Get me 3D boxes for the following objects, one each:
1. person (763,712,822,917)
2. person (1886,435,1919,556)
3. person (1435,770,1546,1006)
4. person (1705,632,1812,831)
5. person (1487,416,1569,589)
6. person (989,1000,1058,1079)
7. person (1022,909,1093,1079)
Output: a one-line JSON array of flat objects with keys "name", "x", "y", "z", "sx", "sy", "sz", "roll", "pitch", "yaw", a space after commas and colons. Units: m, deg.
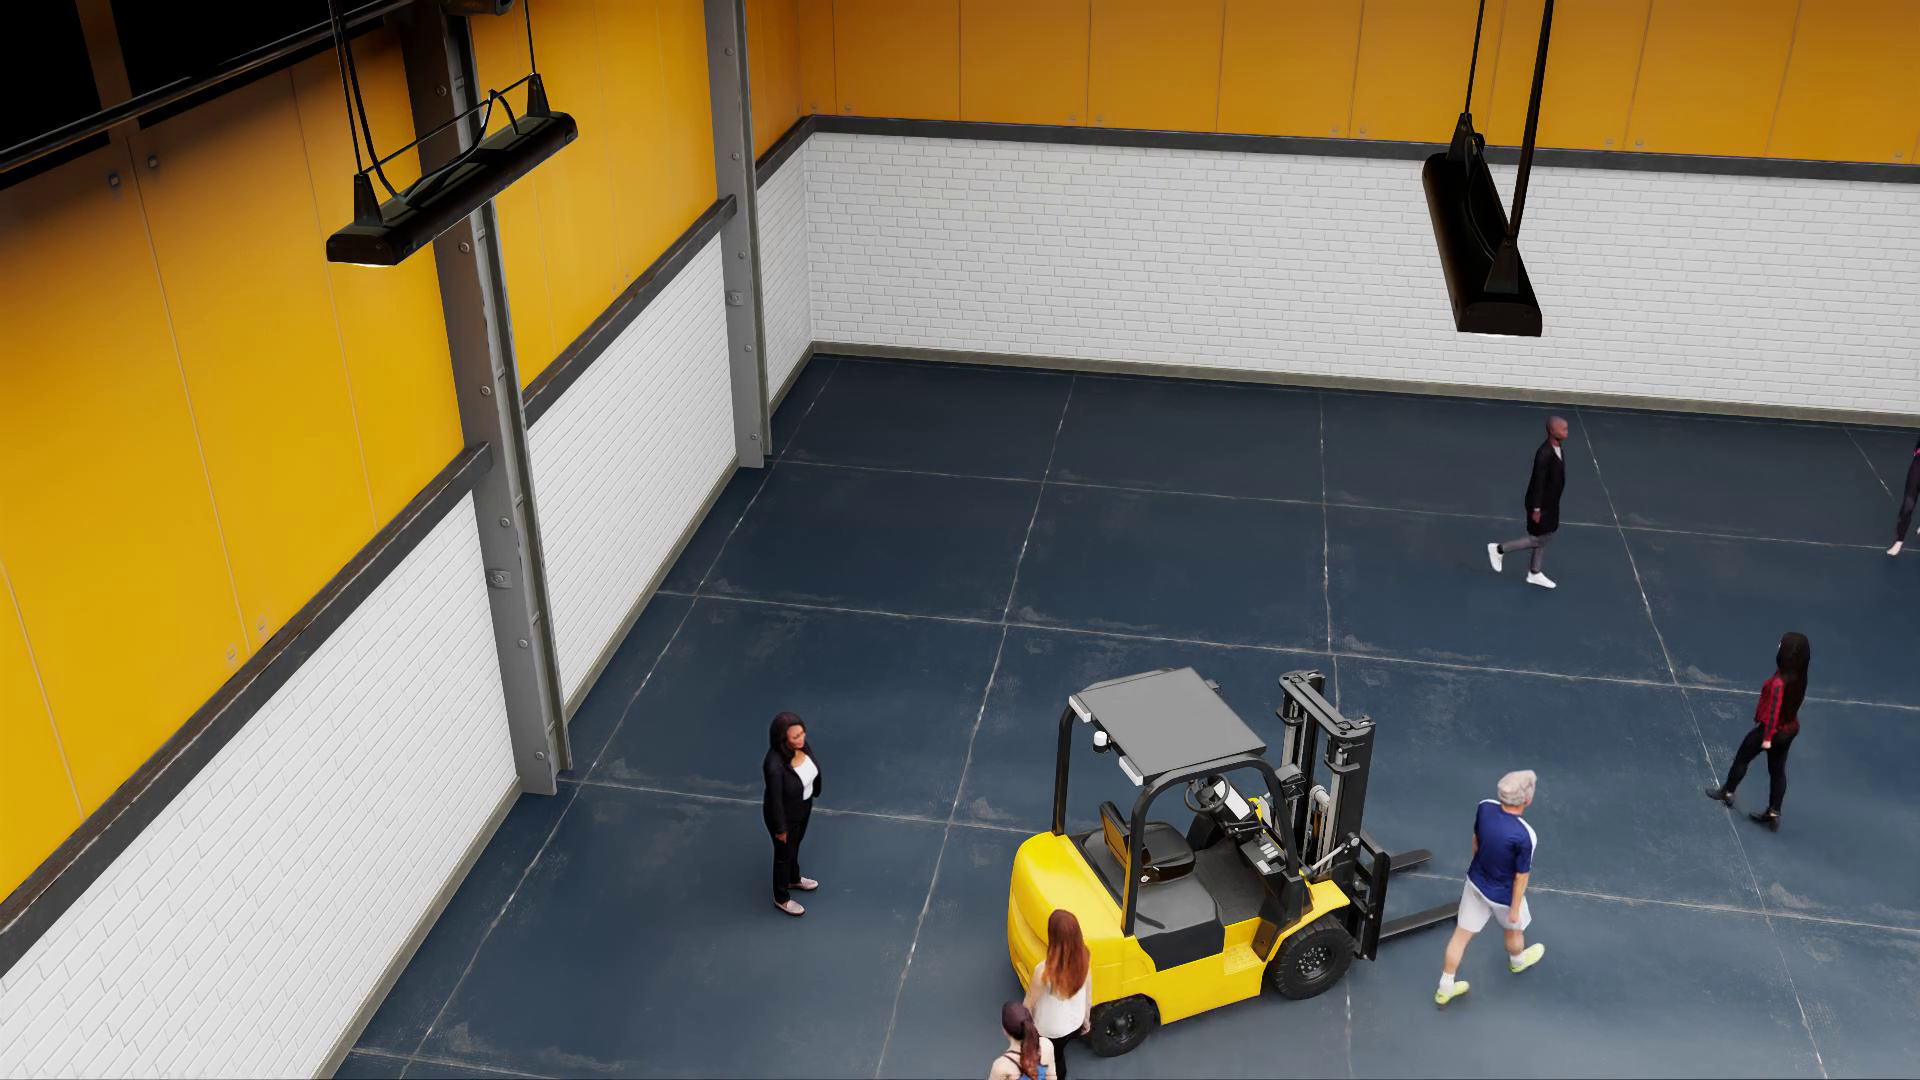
[{"name": "person", "x": -1.214, "y": 1.902, "z": 11.782, "sx": 0.739, "sy": 1.616, "sz": 0.586, "roll": 8, "pitch": 30, "yaw": 14}, {"name": "person", "x": 9.620, "y": -0.687, "z": 16.432, "sx": 1.119, "sy": 1.708, "sz": 0.961, "roll": -25, "pitch": 37, "yaw": -37}, {"name": "person", "x": 3.429, "y": 2.306, "z": 10.862, "sx": 1.189, "sy": 1.787, "sz": 1.144, "roll": -18, "pitch": 33, "yaw": -30}, {"name": "person", "x": 6.239, "y": 1.475, "z": 12.545, "sx": 0.875, "sy": 1.635, "sz": 0.921, "roll": -21, "pitch": 35, "yaw": -33}, {"name": "person", "x": 5.450, "y": -0.376, "z": 15.818, "sx": 0.955, "sy": 1.749, "sz": 0.976, "roll": 20, "pitch": 35, "yaw": 32}, {"name": "person", "x": 0.392, "y": 3.298, "z": 9.279, "sx": 1.025, "sy": 1.563, "sz": 1.096, "roll": -17, "pitch": 33, "yaw": -28}, {"name": "person", "x": 0.640, "y": 2.916, "z": 9.824, "sx": 0.715, "sy": 1.711, "sz": 0.779, "roll": -24, "pitch": 37, "yaw": -37}]
